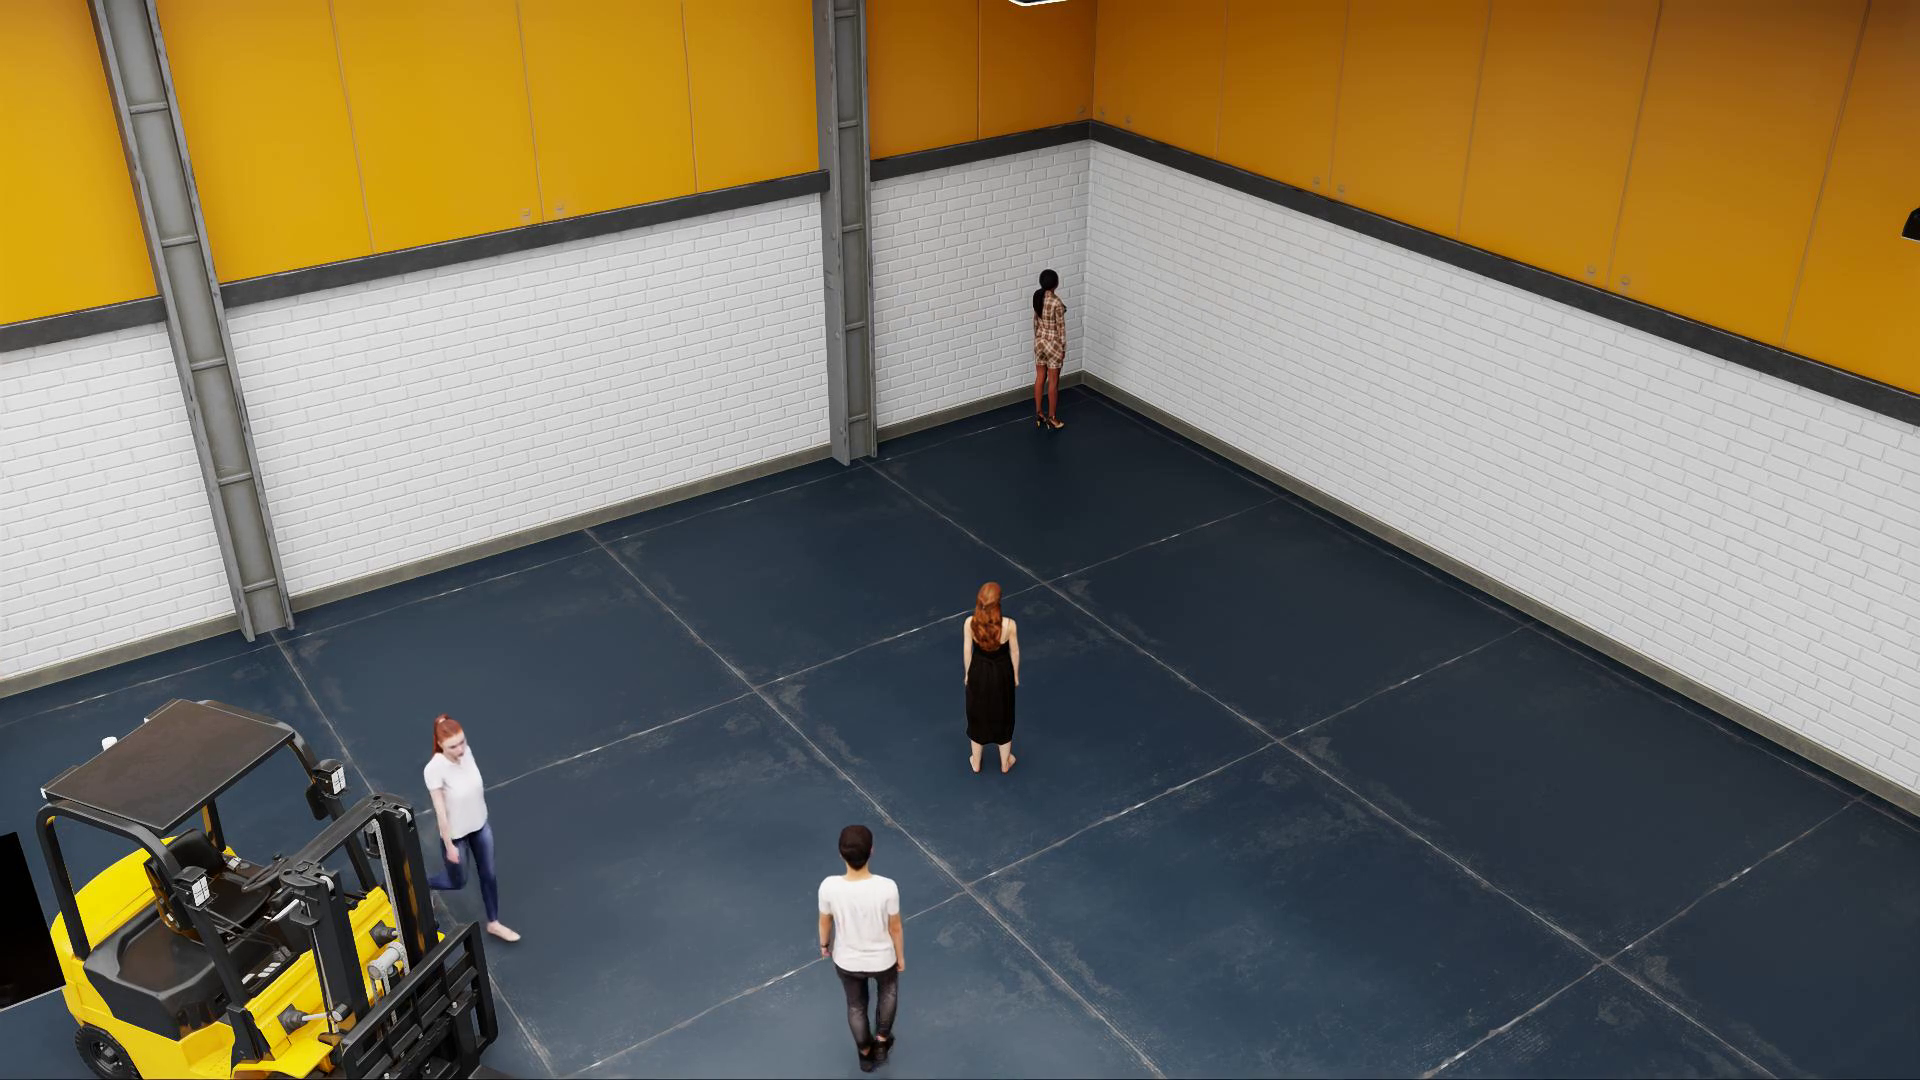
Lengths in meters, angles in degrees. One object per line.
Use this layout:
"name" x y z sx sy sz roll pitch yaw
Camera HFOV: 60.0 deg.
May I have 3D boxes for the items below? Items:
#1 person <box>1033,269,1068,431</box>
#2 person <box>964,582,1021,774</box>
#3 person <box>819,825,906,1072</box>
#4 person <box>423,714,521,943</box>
"person" 0.946 -2.033 17.719 0.586 1.793 0.609 -24 37 -36
"person" 0.224 1.020 12.297 0.669 1.625 0.737 2 29 4
"person" -0.560 2.422 9.633 0.716 1.714 0.813 1 29 1
"person" -3.271 1.849 10.682 0.925 1.717 1.020 13 31 22
